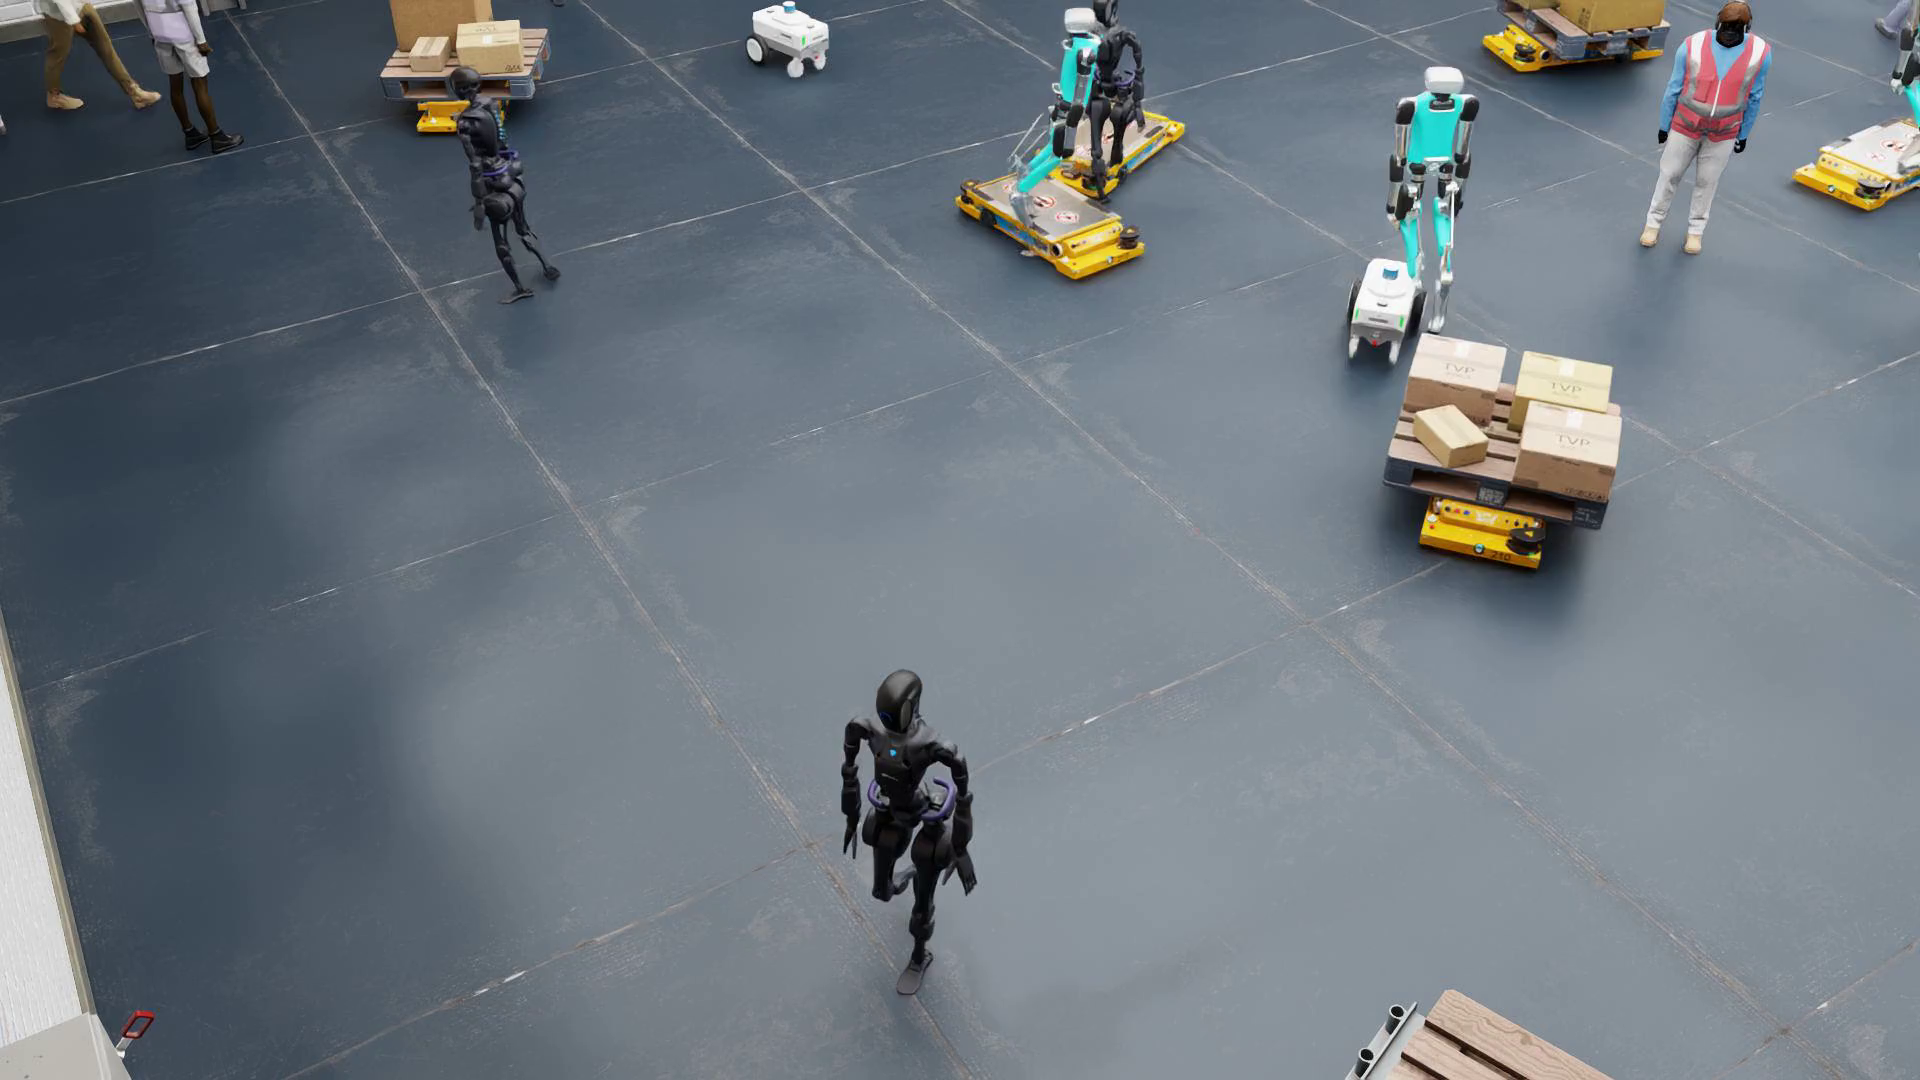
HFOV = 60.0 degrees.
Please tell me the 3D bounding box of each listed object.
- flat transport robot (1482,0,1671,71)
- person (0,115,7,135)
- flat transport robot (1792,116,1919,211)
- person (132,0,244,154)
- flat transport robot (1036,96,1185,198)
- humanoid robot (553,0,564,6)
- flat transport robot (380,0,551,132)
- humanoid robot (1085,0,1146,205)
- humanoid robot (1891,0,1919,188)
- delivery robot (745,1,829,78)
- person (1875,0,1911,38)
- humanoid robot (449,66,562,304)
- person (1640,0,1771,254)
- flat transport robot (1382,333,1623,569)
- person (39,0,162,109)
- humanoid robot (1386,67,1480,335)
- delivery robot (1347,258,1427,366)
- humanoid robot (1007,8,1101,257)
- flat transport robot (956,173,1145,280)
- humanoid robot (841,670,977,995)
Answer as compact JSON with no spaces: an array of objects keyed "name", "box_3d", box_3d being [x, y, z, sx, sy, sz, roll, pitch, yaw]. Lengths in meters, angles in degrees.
[{"name":"flat transport robot","box_3d":[5.514,-4.481,14.945,1.431,0.231,0.659,-9,39,-11]},{"name":"person","box_3d":[-7.995,-3.985,13.051,0.391,1.845,0.562,8,39,10]},{"name":"flat transport robot","box_3d":[7.255,-2.960,13.026,1.431,0.231,0.659,-23,44,-26]},{"name":"person","box_3d":[-6.103,-3.968,12.965,0.545,1.928,0.381,13,40,16]},{"name":"flat transport robot","box_3d":[1.176,-3.138,13.251,0.659,0.231,1.431,22,43,26]},{"name":"humanoid robot","box_3d":[-3.737,-5.884,15.572,0.599,1.657,0.315,-26,45,-29]},{"name":"flat transport robot","box_3d":[-4.135,-3.843,14.141,0.659,0.231,1.431,-1,38,-1]},{"name":"humanoid robot","box_3d":[1.127,-3.284,12.350,0.611,1.640,0.652,19,42,23]},{"name":"humanoid robot","box_3d":[7.318,-3.455,12.431,0.531,1.735,0.748,-5,39,-6]},{"name":"delivery robot","box_3d":[-1.509,-4.451,14.677,0.765,0.594,0.503,30,47,32]},{"name":"person","box_3d":[8.681,-5.178,14.606,0.563,1.790,0.955,0,38,0]},{"name":"humanoid robot","box_3d":[-3.047,-2.380,11.168,0.480,1.646,0.609,6,39,8]},{"name":"person","box_3d":[5.229,-2.894,11.691,0.628,1.835,0.431,12,40,15]},{"name":"flat transport robot","box_3d":[3.144,-0.381,9.772,0.659,0.231,1.431,13,40,16]},{"name":"person","box_3d":[-7.256,-4.306,13.574,1.016,1.679,0.523,3,38,3]},{"name":"humanoid robot","box_3d":[3.067,-2.069,10.728,0.531,1.785,0.810,-4,39,-5]},{"name":"delivery robot","box_3d":[2.821,-1.560,11.041,0.499,0.608,0.797,13,40,15]},{"name":"humanoid robot","box_3d":[0.570,-2.824,11.696,0.740,1.810,0.530,-2,38,-2]},{"name":"flat transport robot","box_3d":[0.649,-2.368,12.279,0.659,0.231,1.431,-25,45,-28]},{"name":"humanoid robot","box_3d":[-0.166,1.119,6.759,0.599,1.643,0.565,14,41,17]}]
